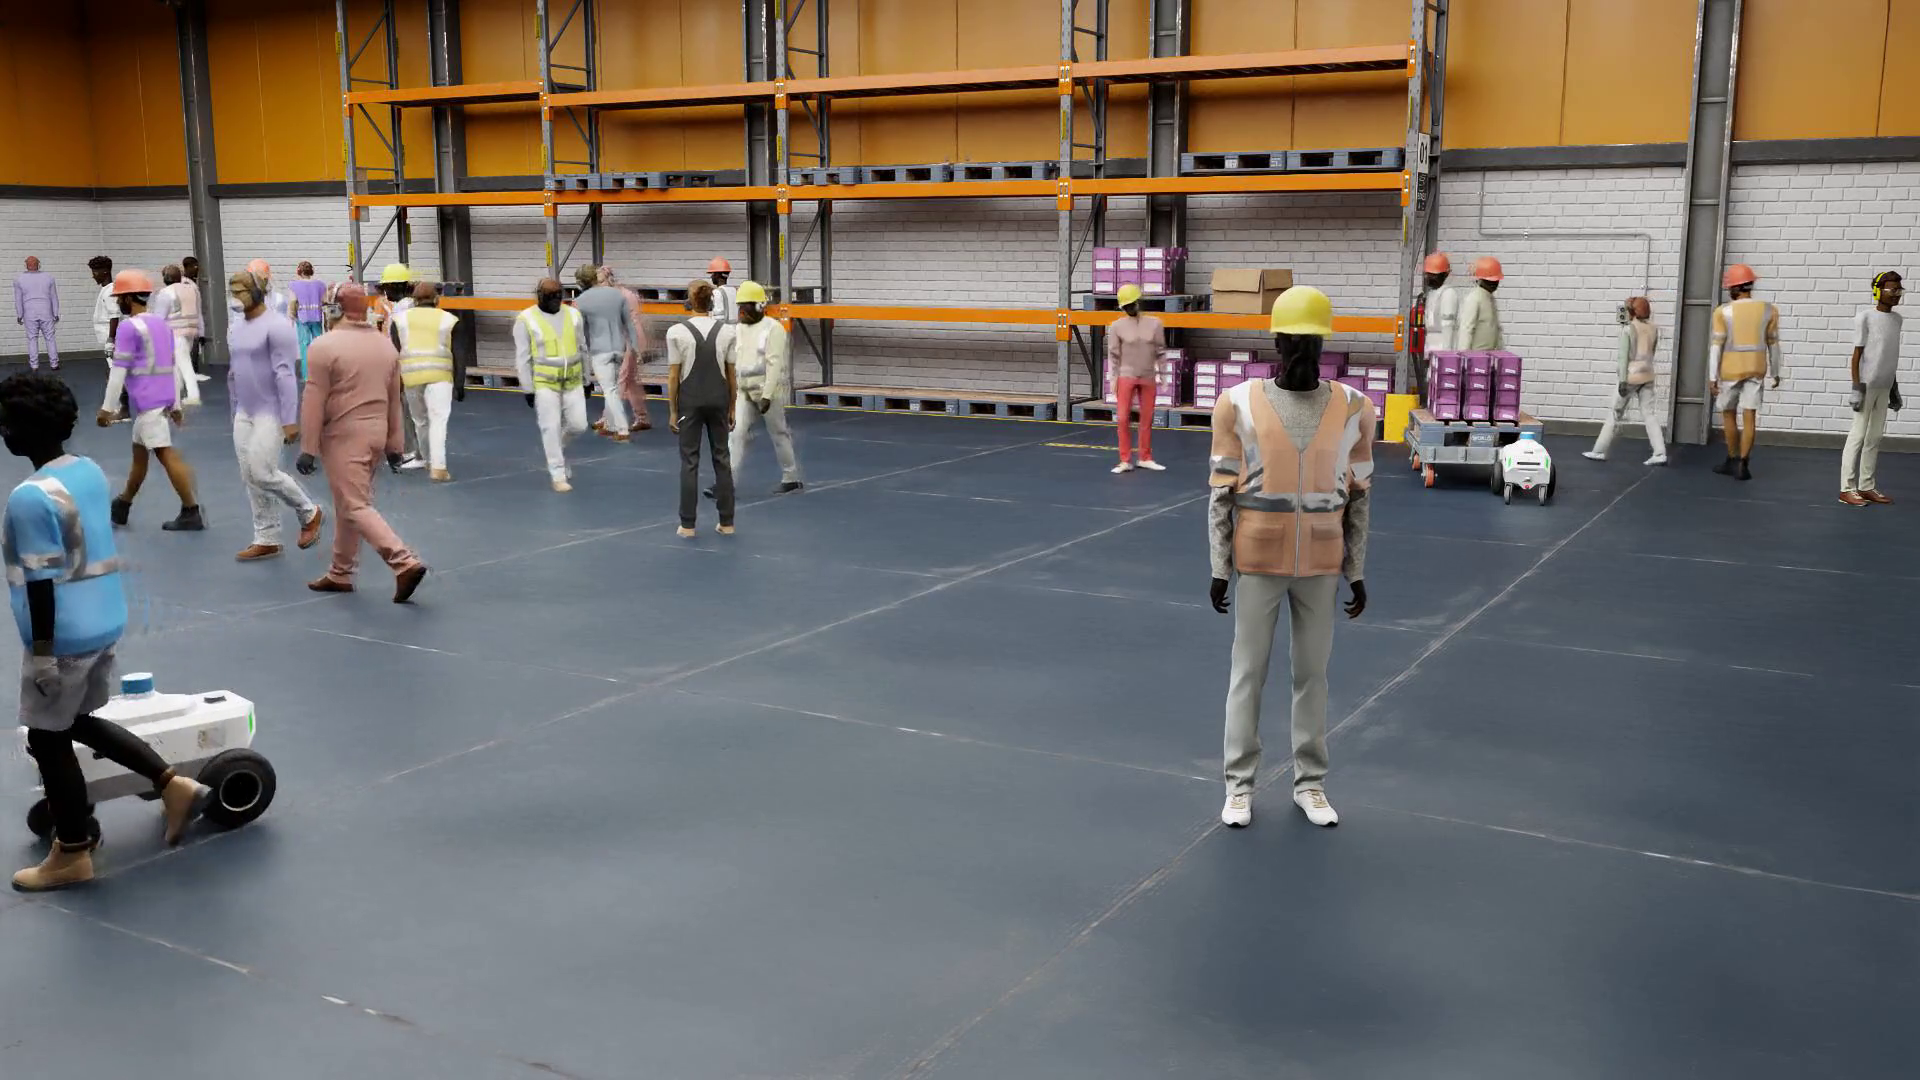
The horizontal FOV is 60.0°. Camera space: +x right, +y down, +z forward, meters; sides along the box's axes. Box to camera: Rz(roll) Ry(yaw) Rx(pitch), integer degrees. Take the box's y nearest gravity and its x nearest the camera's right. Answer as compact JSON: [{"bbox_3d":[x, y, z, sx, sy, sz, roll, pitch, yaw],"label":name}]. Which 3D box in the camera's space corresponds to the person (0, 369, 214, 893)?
[{"bbox_3d":[-2.782,0.294,5.301,0.510,1.683,0.533,-1,10,-6],"label":"person"}]

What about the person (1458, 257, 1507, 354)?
[{"bbox_3d":[5.049,-1.722,15.962,0.614,1.957,0.648,5,11,27],"label":"person"}]

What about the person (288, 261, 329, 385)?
[{"bbox_3d":[-9.748,-3.246,24.926,0.574,1.843,0.375,-9,13,-41],"label":"person"}]

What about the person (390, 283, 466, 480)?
[{"bbox_3d":[-4.771,-1.425,14.969,0.640,1.744,1.123,-2,10,-9],"label":"person"}]

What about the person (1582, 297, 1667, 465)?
[{"bbox_3d":[6.411,-1.514,15.826,0.520,1.592,0.839,-5,11,-24],"label":"person"}]

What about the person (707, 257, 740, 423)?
[{"bbox_3d":[-2.790,-2.337,19.522,0.375,1.935,0.550,4,11,19],"label":"person"}]

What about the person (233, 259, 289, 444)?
[{"bbox_3d":[-7.247,-1.947,17.320,0.552,1.932,0.377,-6,12,-31],"label":"person"}]

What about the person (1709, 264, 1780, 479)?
[{"bbox_3d":[7.003,-1.495,14.830,0.665,1.907,0.595,2,10,10],"label":"person"}]

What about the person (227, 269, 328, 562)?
[{"bbox_3d":[-4.556,-0.815,10.946,0.644,1.919,0.513,7,12,35],"label":"person"}]

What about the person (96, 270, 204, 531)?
[{"bbox_3d":[-5.994,-0.999,12.089,0.978,1.887,0.568,0,10,0],"label":"person"}]

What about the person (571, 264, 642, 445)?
[{"bbox_3d":[-3.767,-1.950,17.483,0.798,1.881,0.710,9,14,43],"label":"person"}]

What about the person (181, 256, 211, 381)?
[{"bbox_3d":[-11.865,-3.409,25.667,0.393,1.912,0.594,-3,11,-18],"label":"person"}]

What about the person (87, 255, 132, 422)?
[{"bbox_3d":[-10.019,-2.369,19.639,0.372,1.959,0.603,-5,11,-25],"label":"person"}]

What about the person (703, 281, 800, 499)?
[{"bbox_3d":[-1.678,-1.207,13.563,0.588,1.782,0.933,8,13,37],"label":"person"}]

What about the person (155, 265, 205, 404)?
[{"bbox_3d":[-10.332,-2.681,21.821,0.847,1.807,0.658,3,11,19],"label":"person"}]

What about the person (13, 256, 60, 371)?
[{"bbox_3d":[-15.331,-3.757,27.646,0.637,1.910,0.406,-6,12,-32],"label":"person"}]

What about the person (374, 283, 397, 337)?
[{"bbox_3d":[-7.508,-2.663,22.047,0.320,1.695,0.531,6,12,32],"label":"person"}]

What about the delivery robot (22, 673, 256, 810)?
[{"bbox_3d":[-2.897,0.714,5.889,0.707,0.478,0.477,-10,14,-44],"label":"delivery robot"}]

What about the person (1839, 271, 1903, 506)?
[{"bbox_3d":[7.346,-1.211,13.333,0.518,1.874,0.327,-4,11,-23],"label":"person"}]

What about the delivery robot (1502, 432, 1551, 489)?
[{"bbox_3d":[4.608,-0.636,13.538,0.477,0.478,0.707,3,10,15],"label":"delivery robot"}]

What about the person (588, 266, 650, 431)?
[{"bbox_3d":[-3.831,-2.087,18.394,0.713,1.833,0.972,10,14,44],"label":"person"}]

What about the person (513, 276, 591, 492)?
[{"bbox_3d":[-3.441,-1.311,14.067,0.661,1.817,0.518,-8,13,-37],"label":"person"}]

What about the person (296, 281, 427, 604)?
[{"bbox_3d":[-3.498,-0.569,9.715,0.929,1.875,0.653,3,11,19],"label":"person"}]

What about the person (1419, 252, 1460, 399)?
[{"bbox_3d":[4.829,-1.873,16.718,0.564,2.011,0.727,0,10,-1],"label":"person"}]

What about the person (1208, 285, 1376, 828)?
[{"bbox_3d":[1.175,0.068,5.925,0.586,1.930,0.357,0,10,-1],"label":"person"}]

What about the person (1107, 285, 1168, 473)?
[{"bbox_3d":[1.627,-1.467,15.216,0.605,1.720,0.435,-2,10,-10],"label":"person"}]

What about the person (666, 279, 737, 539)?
[{"bbox_3d":[-1.825,-0.927,11.835,0.504,1.837,0.349,-4,11,-21],"label":"person"}]

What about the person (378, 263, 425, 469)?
[{"bbox_3d":[-5.193,-1.592,15.379,0.578,1.907,0.593,-3,10,-15],"label":"person"}]
